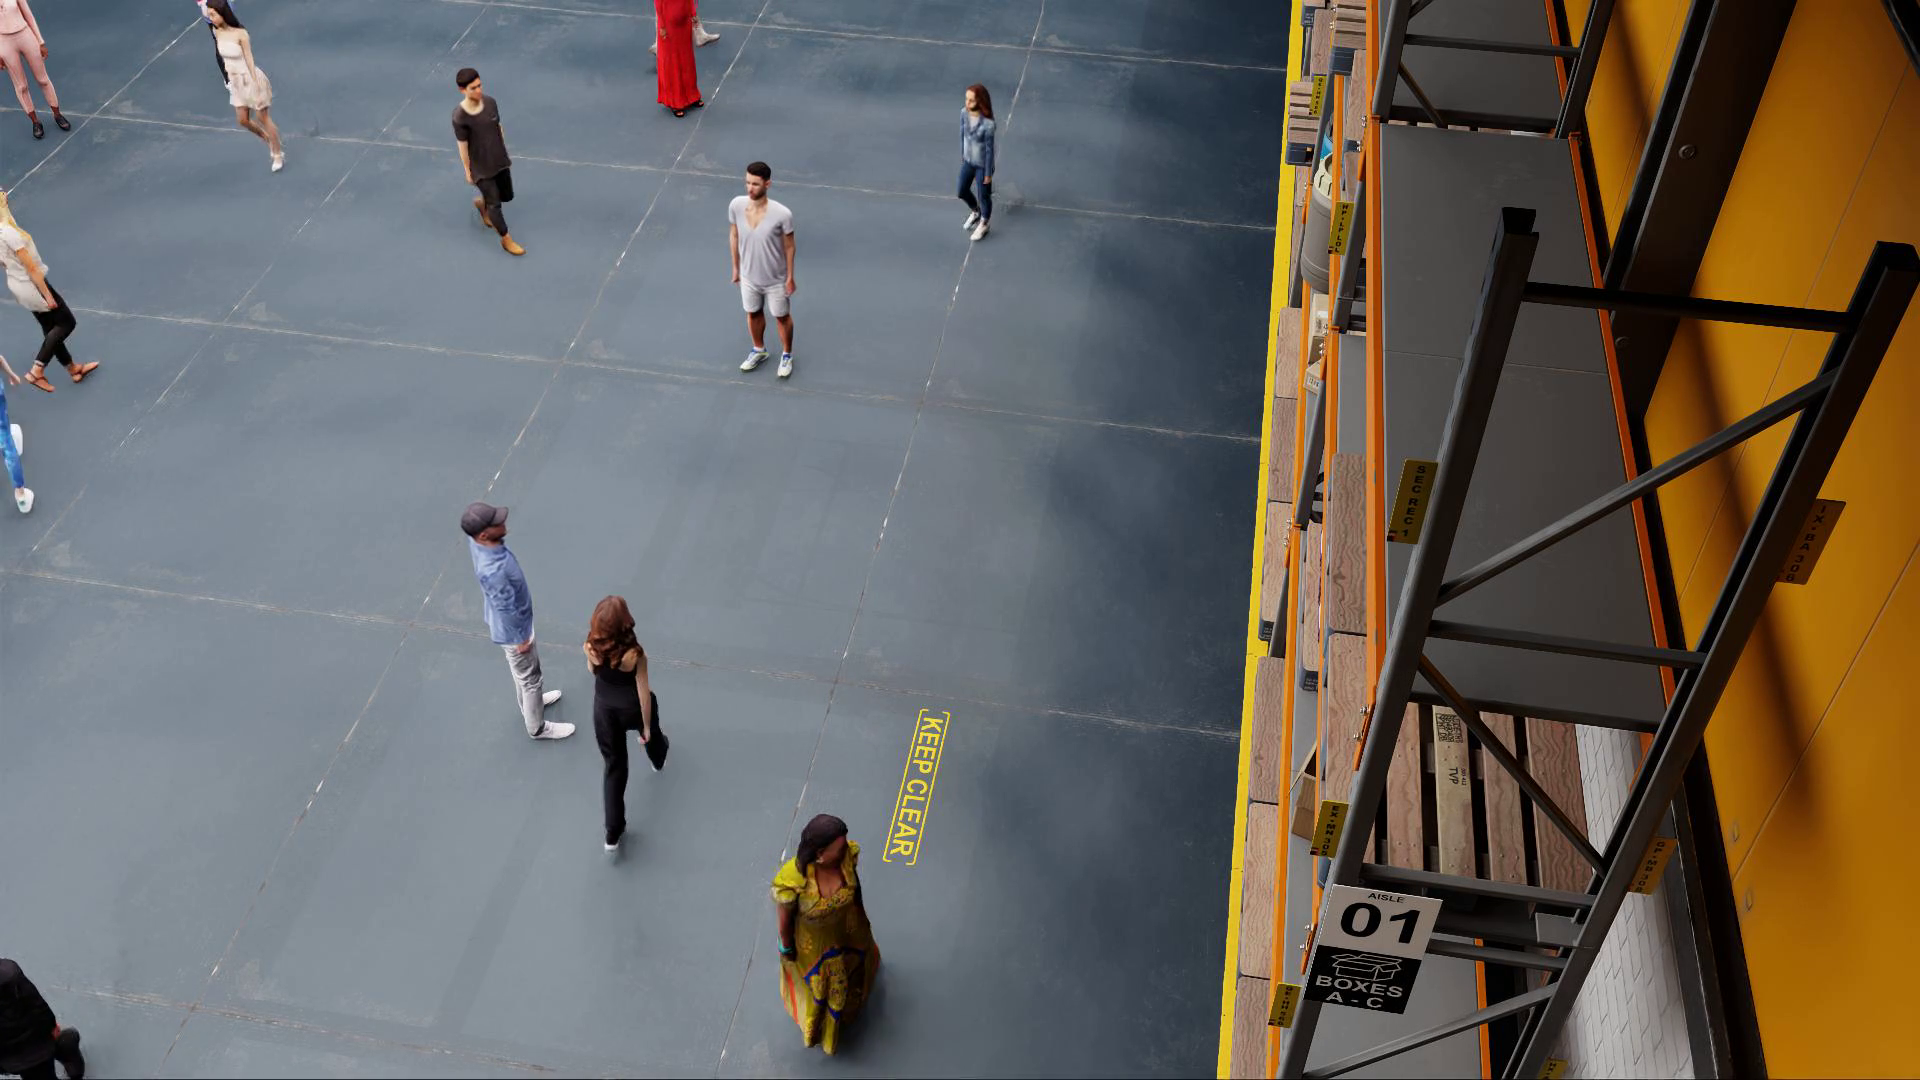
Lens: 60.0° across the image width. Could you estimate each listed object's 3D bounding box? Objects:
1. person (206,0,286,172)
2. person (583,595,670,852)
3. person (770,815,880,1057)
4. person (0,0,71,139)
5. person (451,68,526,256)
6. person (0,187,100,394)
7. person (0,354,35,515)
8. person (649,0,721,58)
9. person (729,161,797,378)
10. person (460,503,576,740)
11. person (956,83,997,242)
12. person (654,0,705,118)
[{"bbox_3d":[-6.444,-4.195,15.218,0.639,1.725,0.643,13,45,14],"label":"person"},{"bbox_3d":[-2.006,1.071,9.707,0.642,1.703,1.183,3,44,3],"label":"person"},{"bbox_3d":[-0.744,2.039,8.743,1.030,1.639,1.094,-15,46,-16],"label":"person"},{"bbox_3d":[-8.891,-4.652,15.702,0.687,1.720,0.747,-26,49,-25],"label":"person"},{"bbox_3d":[-4.100,-3.275,14.269,0.932,1.702,0.962,29,51,27],"label":"person"},{"bbox_3d":[-7.166,-1.872,12.714,0.786,1.816,0.932,22,48,21],"label":"person"},{"bbox_3d":[-6.951,-0.969,11.834,1.007,1.732,1.253,-15,46,-15],"label":"person"},{"bbox_3d":[-2.884,-5.698,16.728,1.248,1.818,1.104,-32,52,-29],"label":"person"},{"bbox_3d":[-1.517,-2.113,12.938,0.709,1.856,0.612,12,45,13],"label":"person"},{"bbox_3d":[-2.746,0.490,10.182,0.802,1.888,0.707,-18,46,-18],"label":"person"},{"bbox_3d":[0.214,-3.311,14.476,0.670,1.468,0.691,30,51,28],"label":"person"},{"bbox_3d":[-2.731,-4.958,15.982,0.808,1.787,0.725,34,53,31],"label":"person"}]
